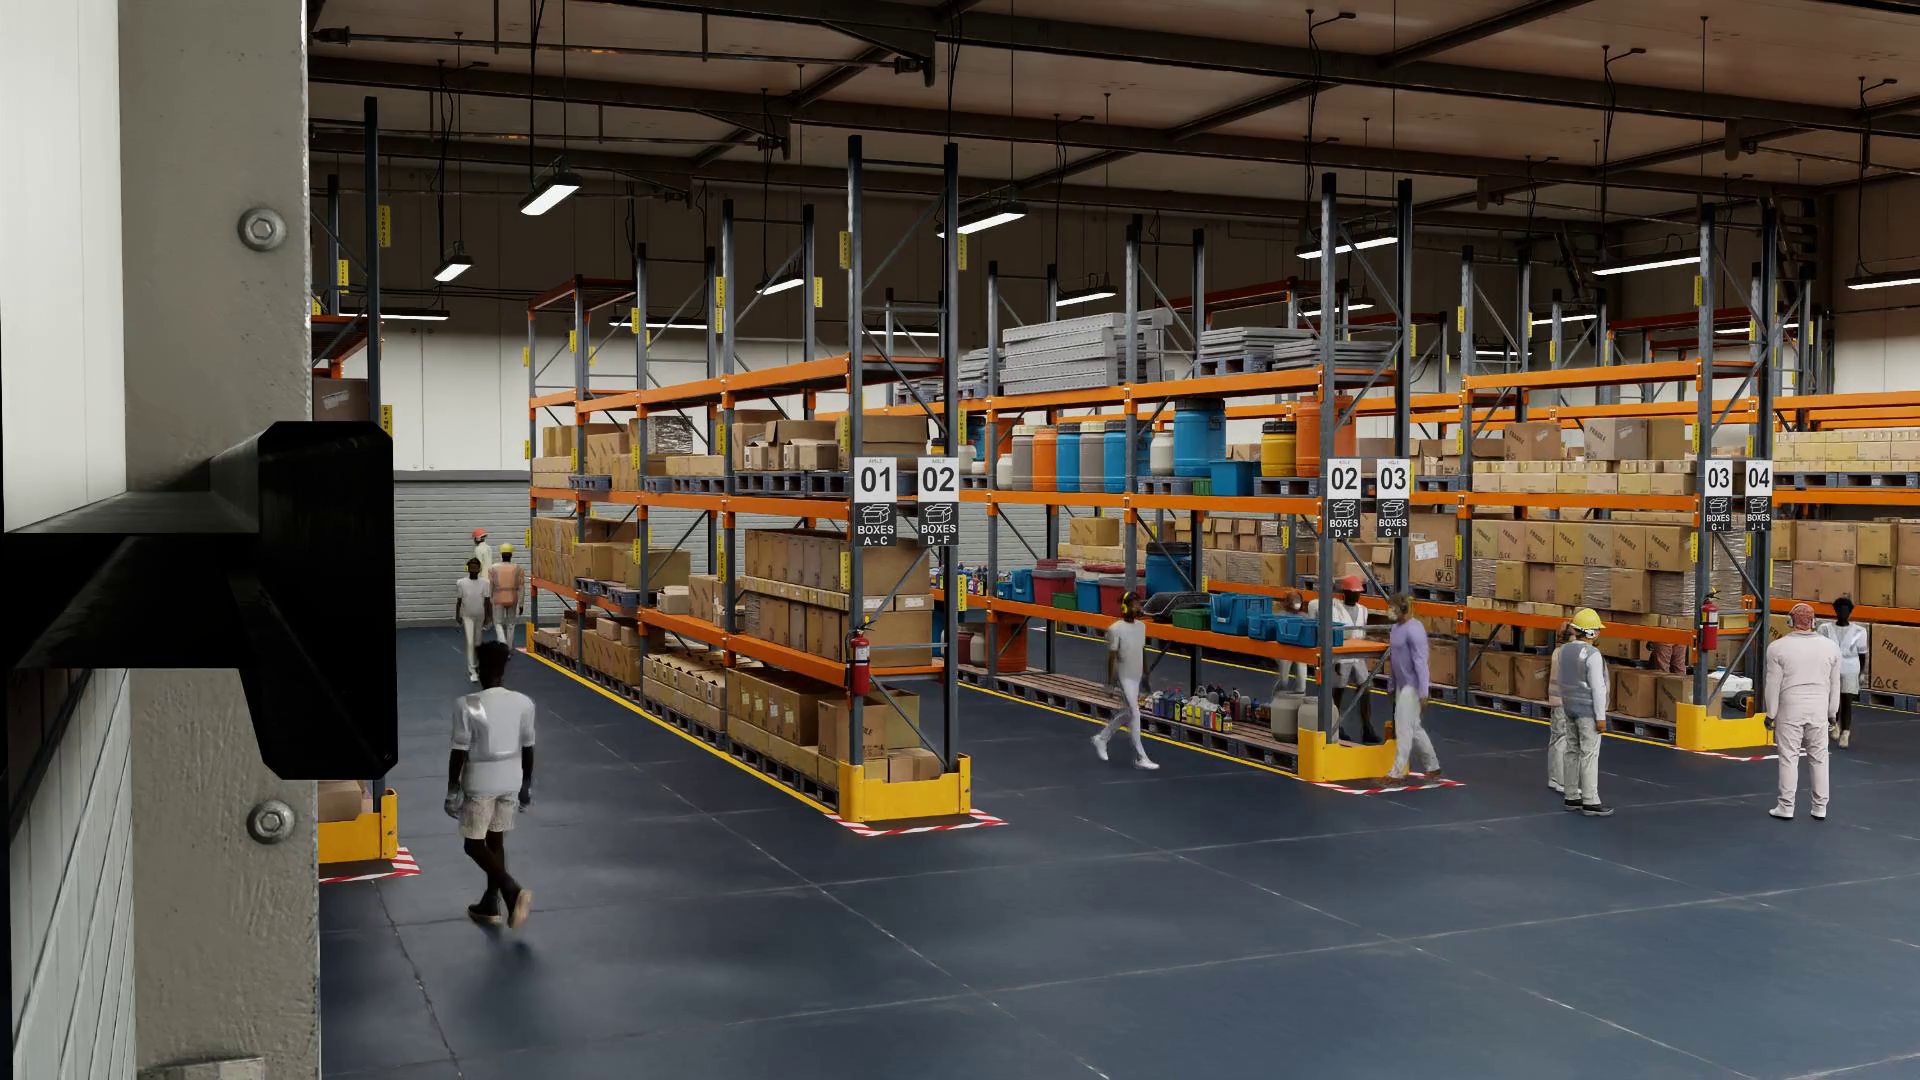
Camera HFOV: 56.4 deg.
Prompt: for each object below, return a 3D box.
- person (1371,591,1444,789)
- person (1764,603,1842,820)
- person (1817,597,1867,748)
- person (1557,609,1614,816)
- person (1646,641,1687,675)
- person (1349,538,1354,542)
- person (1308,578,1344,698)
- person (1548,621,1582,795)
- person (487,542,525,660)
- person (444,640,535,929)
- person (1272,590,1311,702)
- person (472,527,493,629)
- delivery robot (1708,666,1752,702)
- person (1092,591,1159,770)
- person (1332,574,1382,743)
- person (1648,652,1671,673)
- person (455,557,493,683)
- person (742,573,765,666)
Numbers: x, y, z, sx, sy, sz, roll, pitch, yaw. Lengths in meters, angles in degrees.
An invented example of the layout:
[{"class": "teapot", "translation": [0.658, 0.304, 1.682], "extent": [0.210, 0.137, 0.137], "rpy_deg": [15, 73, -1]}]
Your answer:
[{"class": "person", "translation": [4.393, 1.453, 17.495], "extent": [0.675, 1.930, 0.664], "rpy_deg": [0, 2, -7]}, {"class": "person", "translation": [7.419, 1.513, 15.820], "extent": [0.642, 1.909, 0.410], "rpy_deg": [0, 2, 3]}, {"class": "person", "translation": [9.934, 1.466, 20.206], "extent": [0.536, 1.676, 0.815], "rpy_deg": [1, 3, 34]}, {"class": "person", "translation": [5.635, 1.537, 16.123], "extent": [0.403, 1.834, 0.587], "rpy_deg": [-1, 2, -15]}, {"class": "person", "translation": [9.065, 1.239, 22.954], "extent": [0.642, 1.909, 0.410], "rpy_deg": [-1, 2, -19]}, {"class": "person", "translation": [6.946, 0.881, 32.048], "extent": [0.666, 1.922, 0.449], "rpy_deg": [-1, 2, -28]}, {"class": "person", "translation": [4.782, 1.311, 23.234], "extent": [0.522, 1.740, 0.758], "rpy_deg": [0, 2, -9]}, {"class": "person", "translation": [5.789, 1.595, 17.139], "extent": [0.315, 1.636, 0.514], "rpy_deg": [0, 2, 4]}, {"class": "person", "translation": [-7.391, 0.996, 29.165], "extent": [0.613, 1.914, 0.488], "rpy_deg": [-1, 2, -21]}, {"class": "person", "translation": [-3.120, 1.641, 12.040], "extent": [0.763, 1.941, 0.626], "rpy_deg": [2, 3, 39]}, {"class": "person", "translation": [4.093, 1.412, 22.165], "extent": [0.506, 1.615, 0.675], "rpy_deg": [-1, 2, -13]}, {"class": "person", "translation": [-9.310, 0.739, 34.888], "extent": [0.403, 1.990, 0.621], "rpy_deg": [0, 2, 7]}, {"class": "delivery robot", "translation": [9.809, 1.874, 23.096], "extent": [0.707, 0.478, 0.477], "rpy_deg": [0, 2, 5]}, {"class": "person", "translation": [1.728, 1.437, 18.692], "extent": [0.527, 1.844, 0.867], "rpy_deg": [-2, 3, -45]}, {"class": "person", "translation": [4.434, 1.347, 20.160], "extent": [0.555, 1.903, 0.860], "rpy_deg": [-1, 2, -20]}, {"class": "person", "translation": [9.726, 1.165, 24.743], "extent": [0.597, 1.917, 0.375], "rpy_deg": [-1, 2, -28]}, {"class": "person", "translation": [-7.175, 1.153, 26.429], "extent": [0.528, 1.826, 0.938], "rpy_deg": [-1, 2, -25]}, {"class": "person", "translation": [-3.110, 1.081, 27.456], "extent": [0.559, 1.882, 0.973], "rpy_deg": [-1, 2, -18]}]
